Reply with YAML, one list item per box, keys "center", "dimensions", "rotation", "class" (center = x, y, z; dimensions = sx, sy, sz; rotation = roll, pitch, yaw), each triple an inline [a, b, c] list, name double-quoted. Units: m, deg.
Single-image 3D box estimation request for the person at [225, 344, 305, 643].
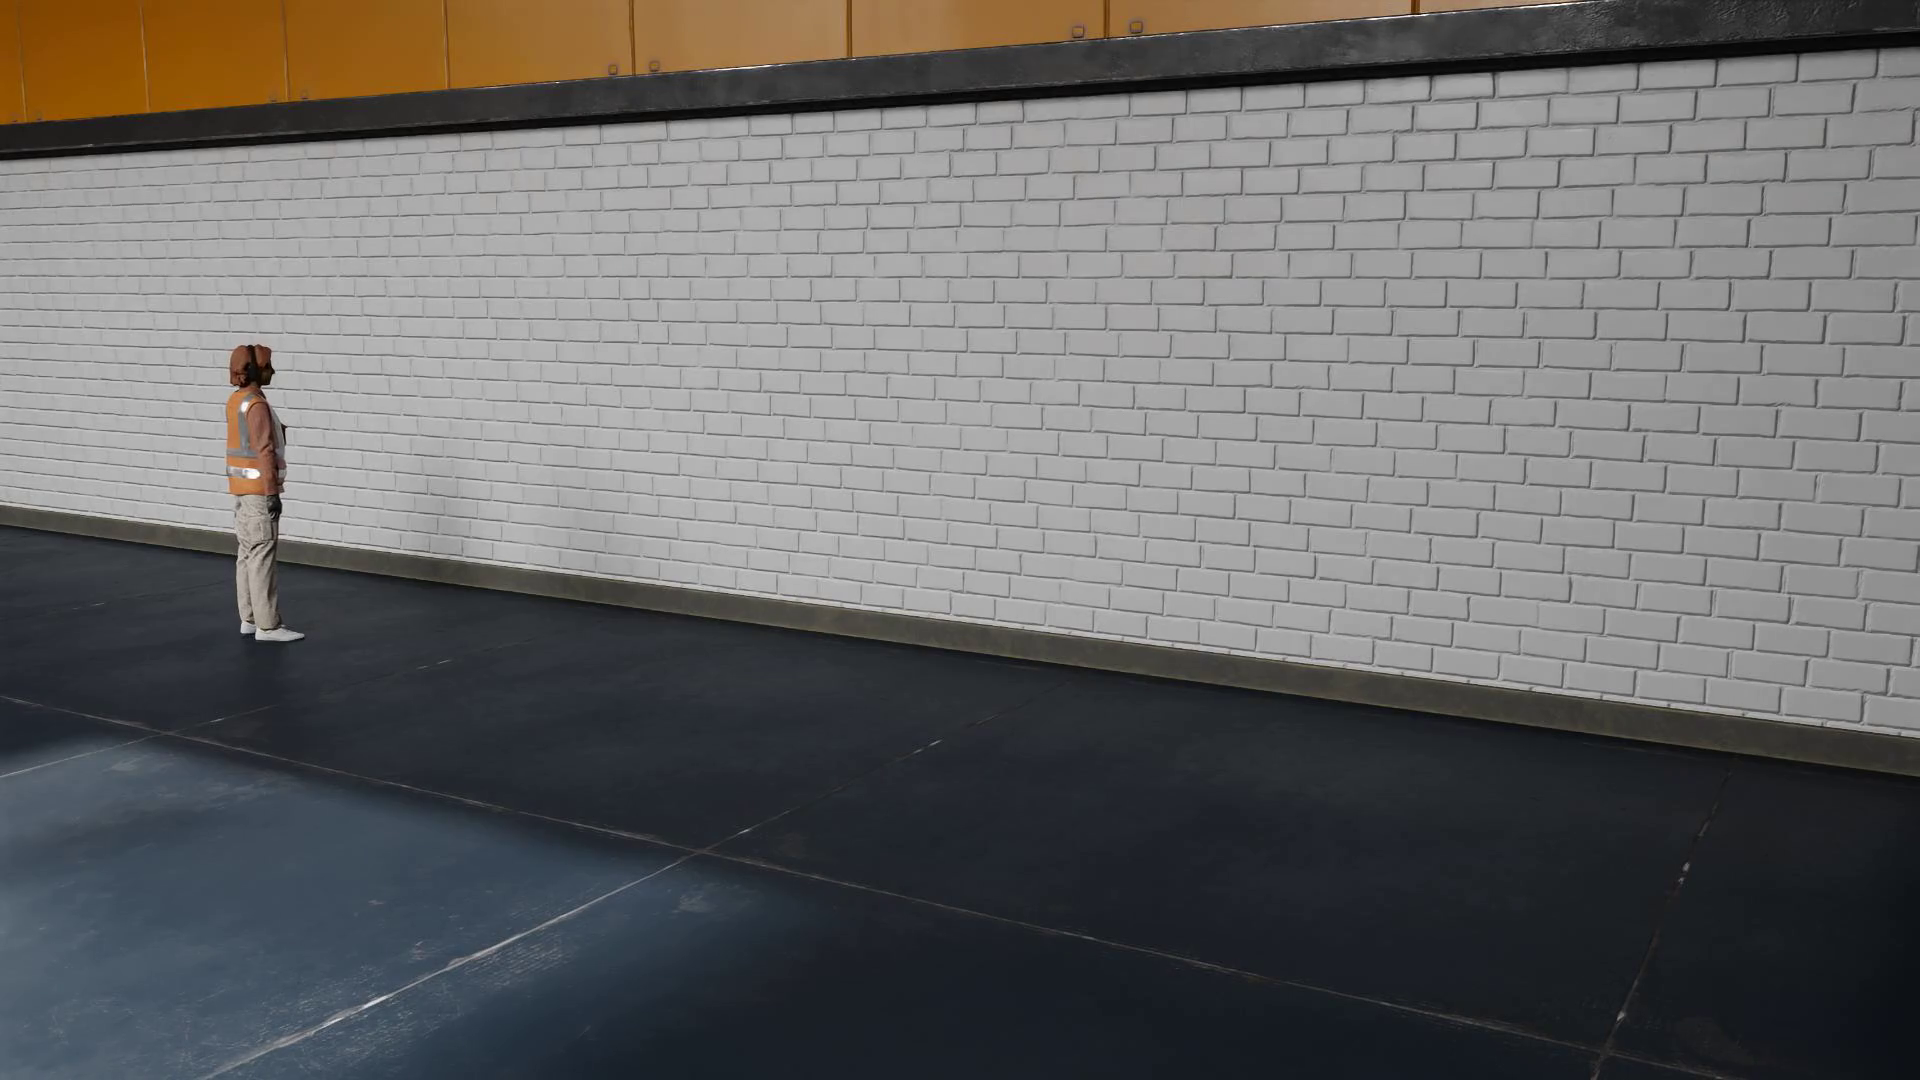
- center: [-3.862, -0.254, 9.156]
  dimensions: [0.306, 1.640, 0.522]
  rotation: [-7, 12, -38]
  class: "person"
